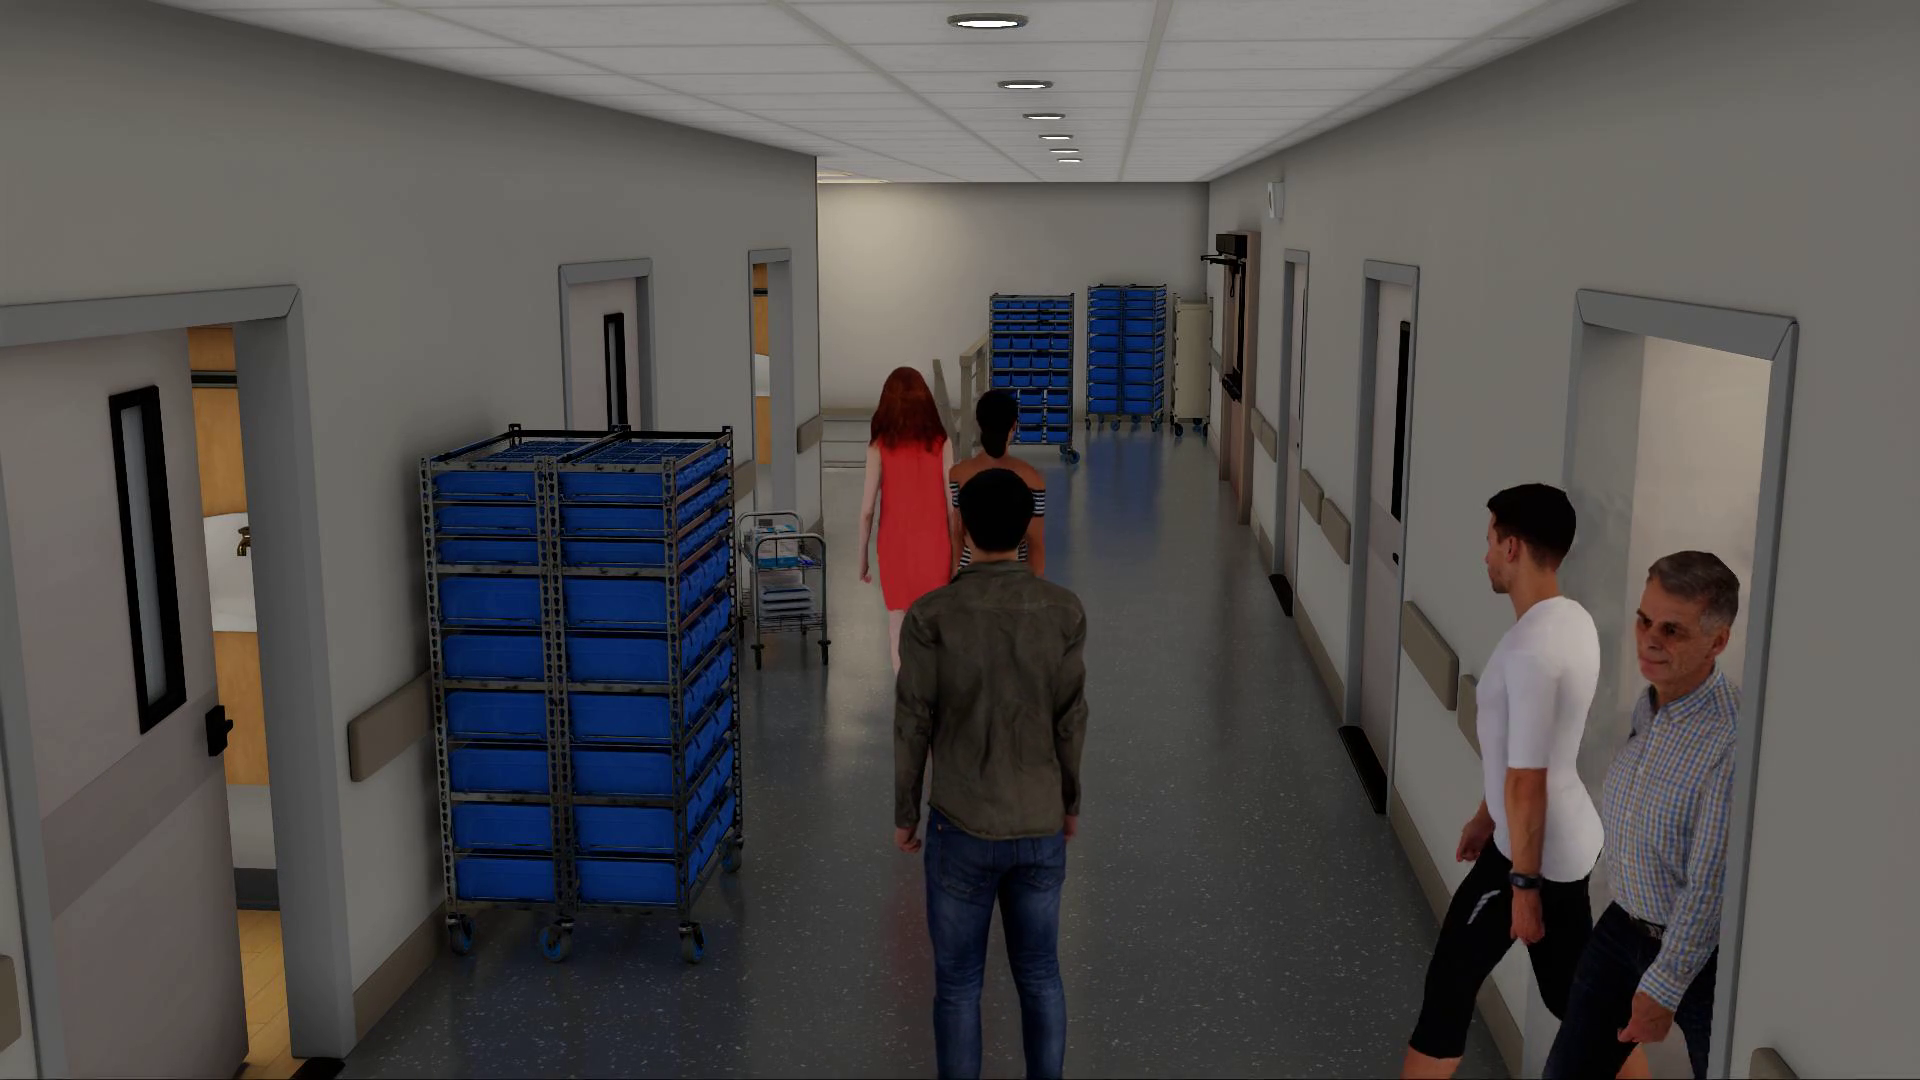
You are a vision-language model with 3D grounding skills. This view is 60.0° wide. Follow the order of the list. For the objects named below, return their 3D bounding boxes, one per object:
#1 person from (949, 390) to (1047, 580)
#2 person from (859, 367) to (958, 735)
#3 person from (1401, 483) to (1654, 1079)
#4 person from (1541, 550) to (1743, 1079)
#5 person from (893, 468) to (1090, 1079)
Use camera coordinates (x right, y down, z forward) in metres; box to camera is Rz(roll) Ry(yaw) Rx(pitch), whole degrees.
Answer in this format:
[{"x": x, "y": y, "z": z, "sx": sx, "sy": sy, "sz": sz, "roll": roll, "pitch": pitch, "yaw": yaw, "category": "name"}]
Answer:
[{"x": 0.093, "y": 0.310, "z": 6.799, "sx": 0.756, "sy": 1.793, "sz": 1.060, "roll": 4, "pitch": 12, "yaw": 21, "category": "person"}, {"x": -0.206, "y": 0.116, "z": 7.759, "sx": 0.690, "sy": 1.817, "sz": 0.683, "roll": -1, "pitch": 11, "yaw": -7, "category": "person"}, {"x": 1.542, "y": 0.803, "z": 4.175, "sx": 1.100, "sy": 1.803, "sz": 1.201, "roll": 6, "pitch": 12, "yaw": 28, "category": "person"}, {"x": 1.672, "y": 0.922, "z": 3.642, "sx": 0.978, "sy": 1.767, "sz": 1.211, "roll": -2, "pitch": 11, "yaw": -12, "category": "person"}, {"x": 0.094, "y": 0.739, "z": 4.353, "sx": 0.763, "sy": 1.862, "sz": 0.718, "roll": -3, "pitch": 11, "yaw": -17, "category": "person"}]
